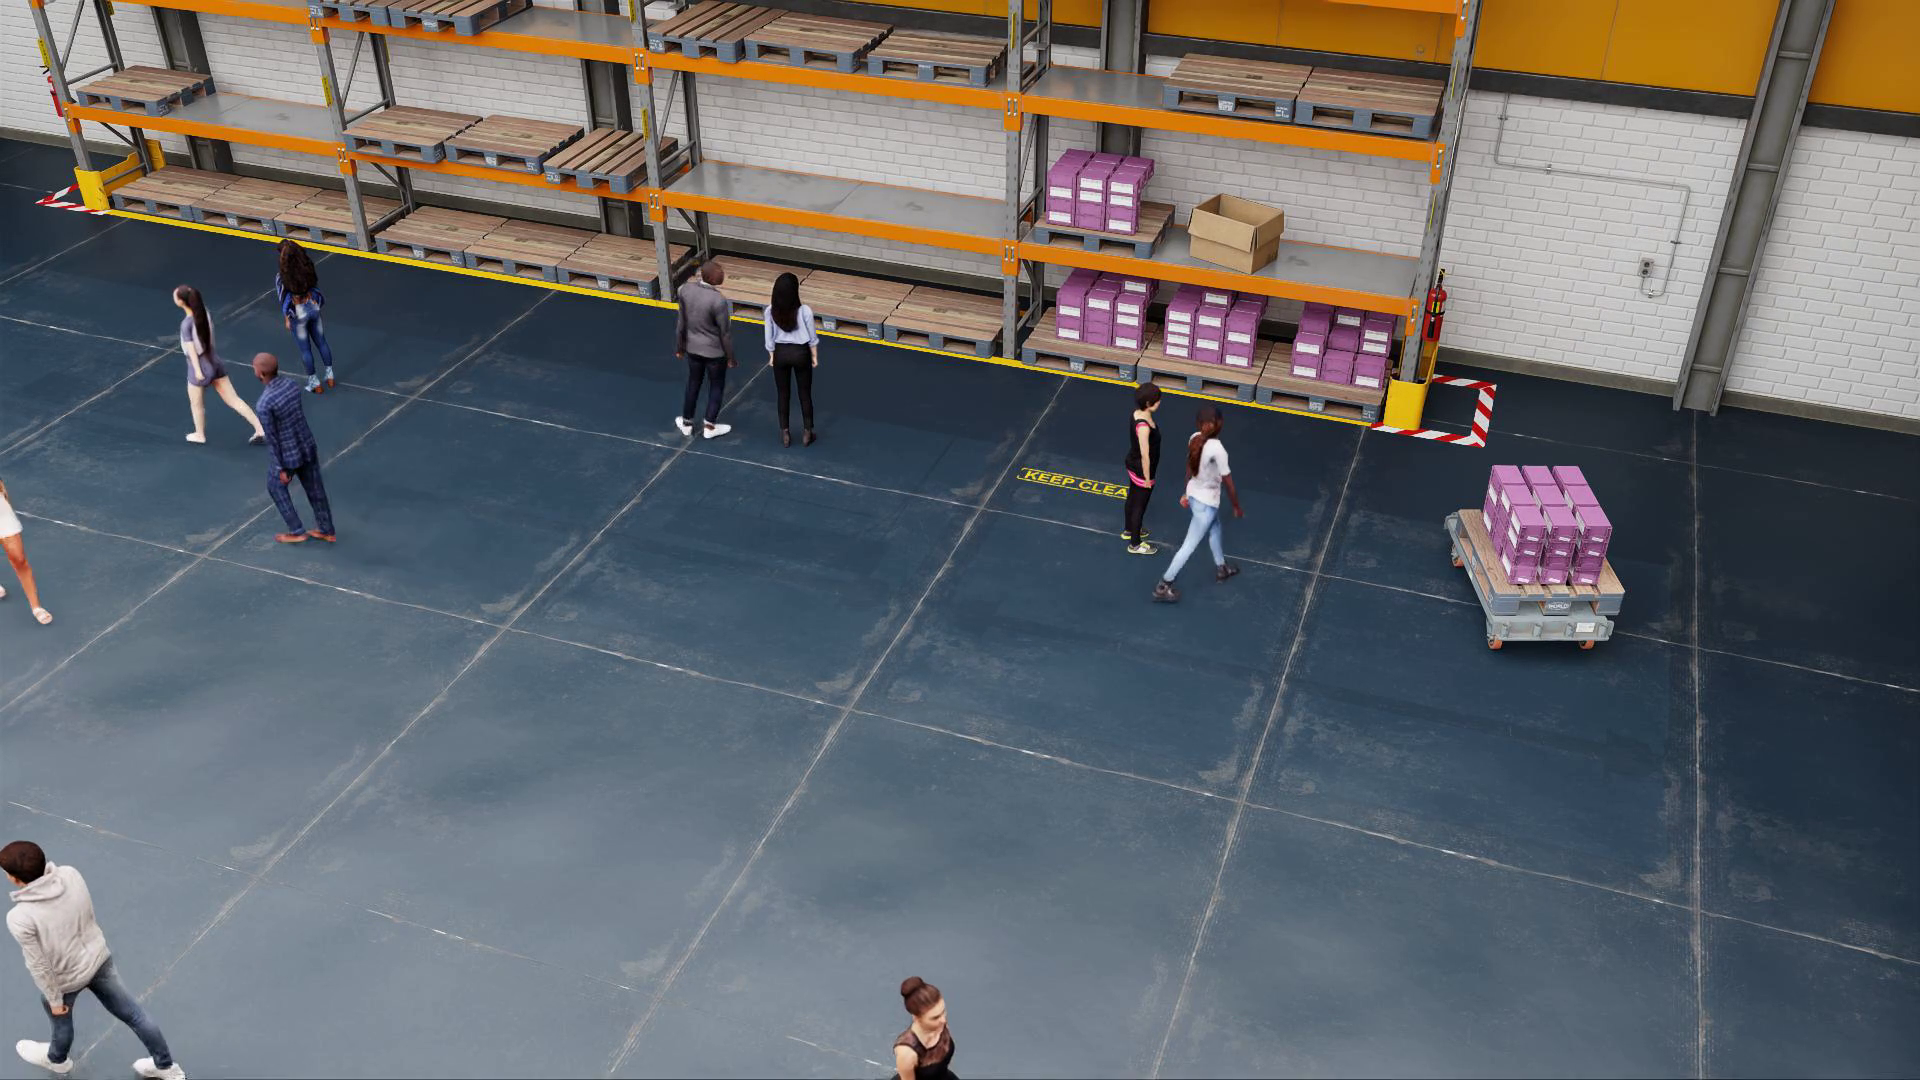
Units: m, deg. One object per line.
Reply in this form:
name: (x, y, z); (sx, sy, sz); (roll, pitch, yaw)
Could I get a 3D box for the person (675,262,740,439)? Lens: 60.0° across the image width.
person: (-2.415, -1.746, 15.454); (0.626, 1.783, 0.972); (10, 35, 15)

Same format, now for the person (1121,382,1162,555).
person: (1.519, -0.622, 13.970); (0.629, 1.553, 0.613); (-3, 34, -5)

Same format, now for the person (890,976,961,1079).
person: (-0.272, 2.862, 8.655); (1.141, 1.634, 0.781); (21, 39, 28)

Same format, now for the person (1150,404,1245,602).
person: (1.875, -0.251, 13.300); (1.159, 1.677, 1.053); (-12, 35, -17)

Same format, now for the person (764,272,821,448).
person: (-1.553, -1.662, 15.363); (0.612, 1.744, 0.780); (1, 34, 1)

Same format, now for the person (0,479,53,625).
person: (-7.704, -0.145, 13.152); (1.174, 1.665, 0.834); (25, 41, 33)

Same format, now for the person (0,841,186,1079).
person: (-4.795, 2.404, 9.196); (1.232, 1.799, 0.772); (8, 34, 12)

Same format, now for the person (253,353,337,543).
person: (-5.510, -0.737, 13.919); (0.727, 1.802, 0.657); (13, 36, 18)

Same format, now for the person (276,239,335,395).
person: (-6.428, -2.207, 16.299); (0.640, 1.616, 0.665); (22, 40, 30)

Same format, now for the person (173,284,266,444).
person: (-6.860, -1.574, 15.351); (1.068, 1.610, 0.680); (8, 34, 11)
